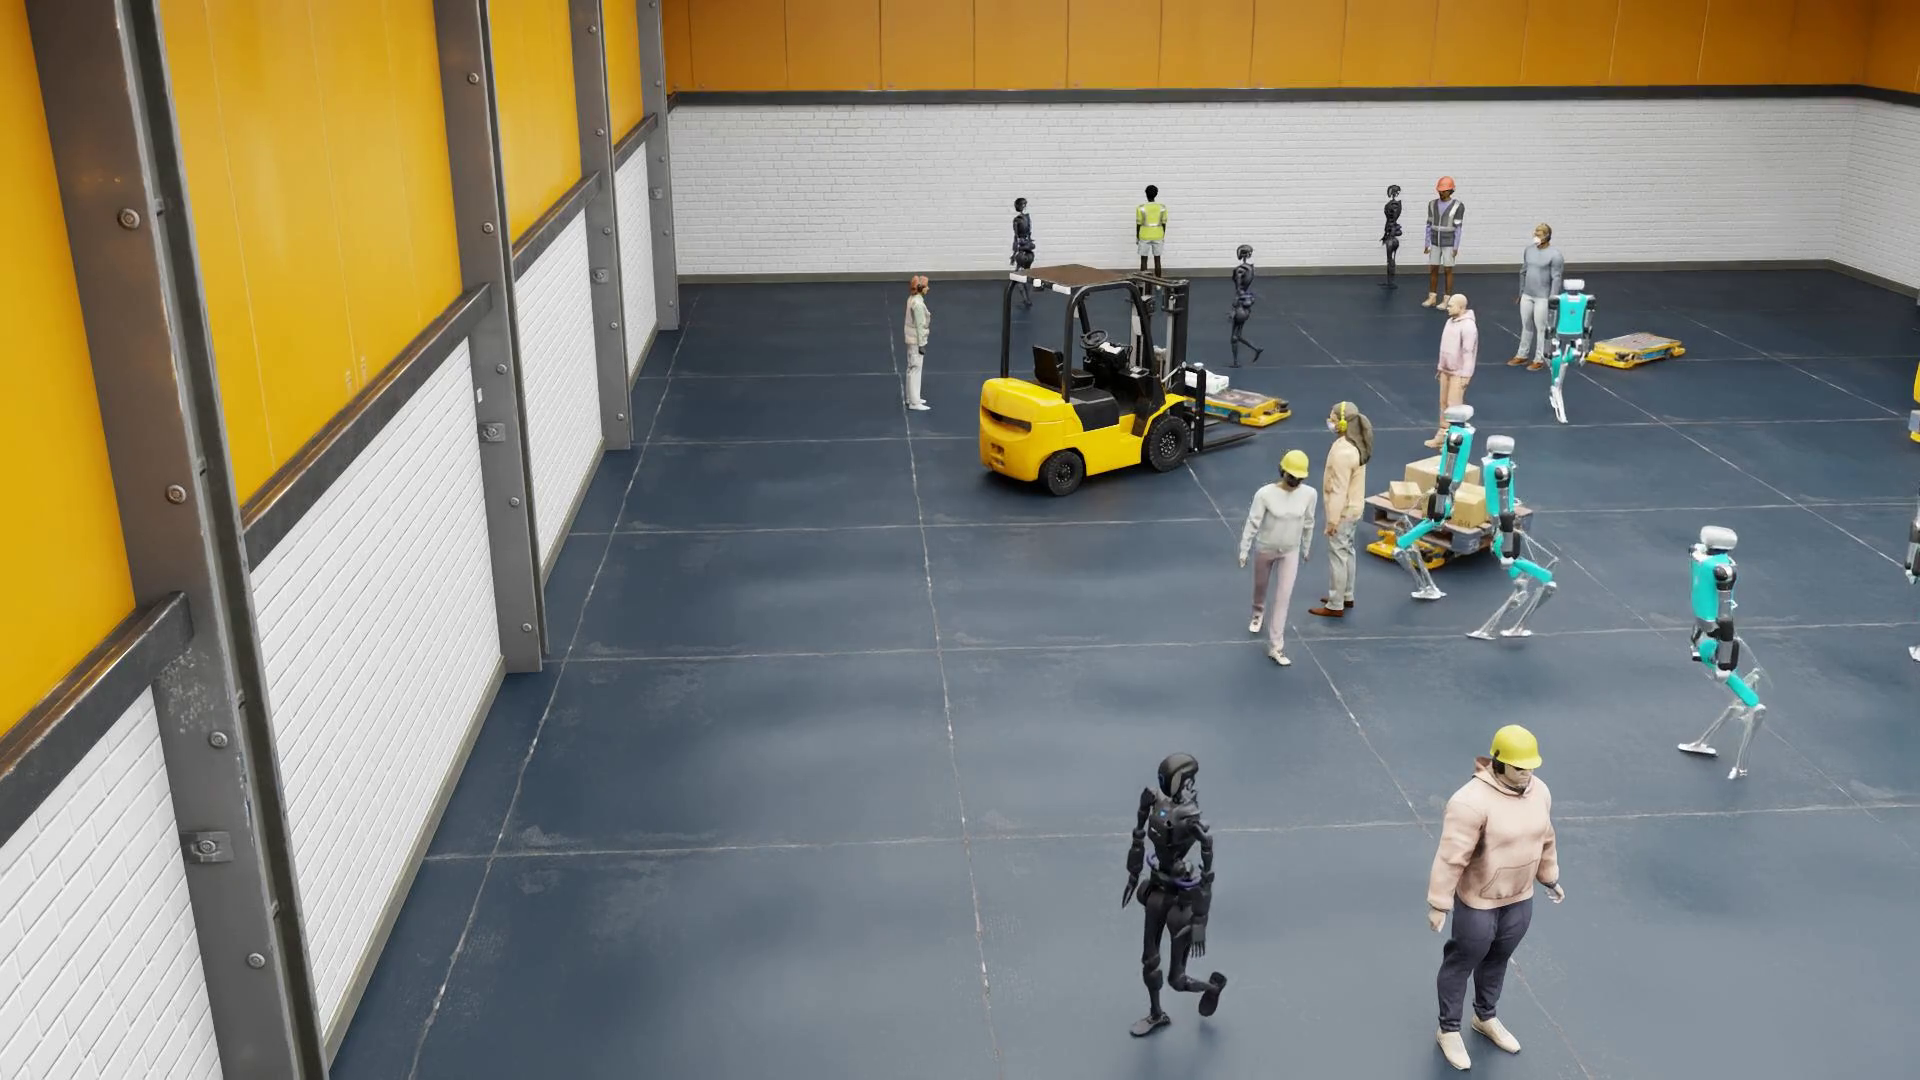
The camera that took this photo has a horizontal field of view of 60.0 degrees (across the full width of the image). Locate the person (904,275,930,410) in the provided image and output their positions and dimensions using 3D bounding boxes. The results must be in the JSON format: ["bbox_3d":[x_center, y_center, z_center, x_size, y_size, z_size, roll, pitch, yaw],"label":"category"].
[{"bbox_3d":[-0.519,-2.393,20.170,0.315,1.632,0.517,-4,21,-10],"label":"person"}]

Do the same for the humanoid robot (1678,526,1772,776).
[{"bbox_3d":[5.335,0.764,11.423,0.794,1.784,0.538,0,20,0],"label":"humanoid robot"}]

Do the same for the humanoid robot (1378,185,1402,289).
[{"bbox_3d":[6.994,-4.926,26.984,0.315,1.657,0.599,2,20,4],"label":"humanoid robot"}]

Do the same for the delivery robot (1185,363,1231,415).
[{"bbox_3d":[2.922,-1.840,20.247,0.781,0.610,0.515,14,24,33],"label":"delivery robot"}]

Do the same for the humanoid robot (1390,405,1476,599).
[{"bbox_3d":[4.016,-0.326,14.318,0.673,1.753,0.548,10,23,26],"label":"humanoid robot"}]

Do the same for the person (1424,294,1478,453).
[{"bbox_3d":[5.509,-1.851,18.498,0.428,1.780,0.551,-6,21,-15],"label":"person"}]

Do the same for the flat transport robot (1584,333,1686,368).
[{"bbox_3d":[9.190,-2.584,22.668,1.431,0.231,0.659,-14,24,-33],"label":"flat transport robot"}]

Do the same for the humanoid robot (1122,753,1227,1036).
[{"bbox_3d":[1.155,1.816,8.642,0.519,1.638,0.601,-14,25,-34],"label":"humanoid robot"}]

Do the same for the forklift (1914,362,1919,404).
[{"bbox_3d":[12.602,-2.435,19.475,2.313,2.155,1.214,-1,20,-4],"label":"forklift"}]

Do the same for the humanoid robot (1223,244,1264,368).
[{"bbox_3d":[3.783,-3.079,21.986,0.508,1.645,0.588,7,21,19],"label":"humanoid robot"}]

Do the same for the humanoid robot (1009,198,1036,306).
[{"bbox_3d":[1.003,-4.457,25.730,0.392,1.640,0.608,10,22,25],"label":"humanoid robot"}]

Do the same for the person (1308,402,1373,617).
[{"bbox_3d":[3.226,-0.254,14.010,0.398,1.872,0.558,9,22,24],"label":"person"}]

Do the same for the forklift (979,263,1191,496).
[{"bbox_3d":[1.315,-1.764,17.646,2.313,2.155,1.214,-14,24,-33],"label":"forklift"}]

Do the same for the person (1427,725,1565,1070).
[{"bbox_3d":[2.706,1.776,8.469,0.805,1.868,0.409,-9,22,-22],"label":"person"}]

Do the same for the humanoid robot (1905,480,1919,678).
[{"bbox_3d":[7.587,0.295,12.772,0.531,1.779,1.018,7,21,19],"label":"humanoid robot"}]

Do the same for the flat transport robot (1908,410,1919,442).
[{"bbox_3d":[11.326,-1.018,18.402,0.659,0.231,1.431,-3,20,-9],"label":"flat transport robot"}]

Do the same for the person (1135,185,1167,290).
[{"bbox_3d":[3.077,-4.872,26.849,0.529,1.688,0.322,-2,20,-6],"label":"person"}]

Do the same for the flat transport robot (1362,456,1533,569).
[{"bbox_3d":[4.570,-0.028,15.702,1.431,0.231,0.659,-15,25,-35],"label":"flat transport robot"}]

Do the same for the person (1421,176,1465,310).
[{"bbox_3d":[7.372,-4.544,25.462,0.598,2.035,0.410,19,27,41],"label":"person"}]

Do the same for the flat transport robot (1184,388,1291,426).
[{"bbox_3d":[3.212,-1.638,20.091,1.431,0.231,0.659,17,26,38],"label":"flat transport robot"}]

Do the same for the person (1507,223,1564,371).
[{"bbox_3d":[7.618,-3.205,21.940,0.378,1.939,0.628,-11,23,-27],"label":"person"}]

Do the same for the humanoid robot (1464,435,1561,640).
[{"bbox_3d":[4.549,0.034,13.423,0.819,1.771,0.532,2,20,5],"label":"humanoid robot"}]

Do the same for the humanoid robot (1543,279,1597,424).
[{"bbox_3d":[7.158,-2.285,19.804,0.537,1.769,1.031,2,20,7],"label":"humanoid robot"}]

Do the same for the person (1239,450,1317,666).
[{"bbox_3d":[2.532,0.059,13.375,0.609,1.705,0.918,-1,20,-2],"label":"person"}]
